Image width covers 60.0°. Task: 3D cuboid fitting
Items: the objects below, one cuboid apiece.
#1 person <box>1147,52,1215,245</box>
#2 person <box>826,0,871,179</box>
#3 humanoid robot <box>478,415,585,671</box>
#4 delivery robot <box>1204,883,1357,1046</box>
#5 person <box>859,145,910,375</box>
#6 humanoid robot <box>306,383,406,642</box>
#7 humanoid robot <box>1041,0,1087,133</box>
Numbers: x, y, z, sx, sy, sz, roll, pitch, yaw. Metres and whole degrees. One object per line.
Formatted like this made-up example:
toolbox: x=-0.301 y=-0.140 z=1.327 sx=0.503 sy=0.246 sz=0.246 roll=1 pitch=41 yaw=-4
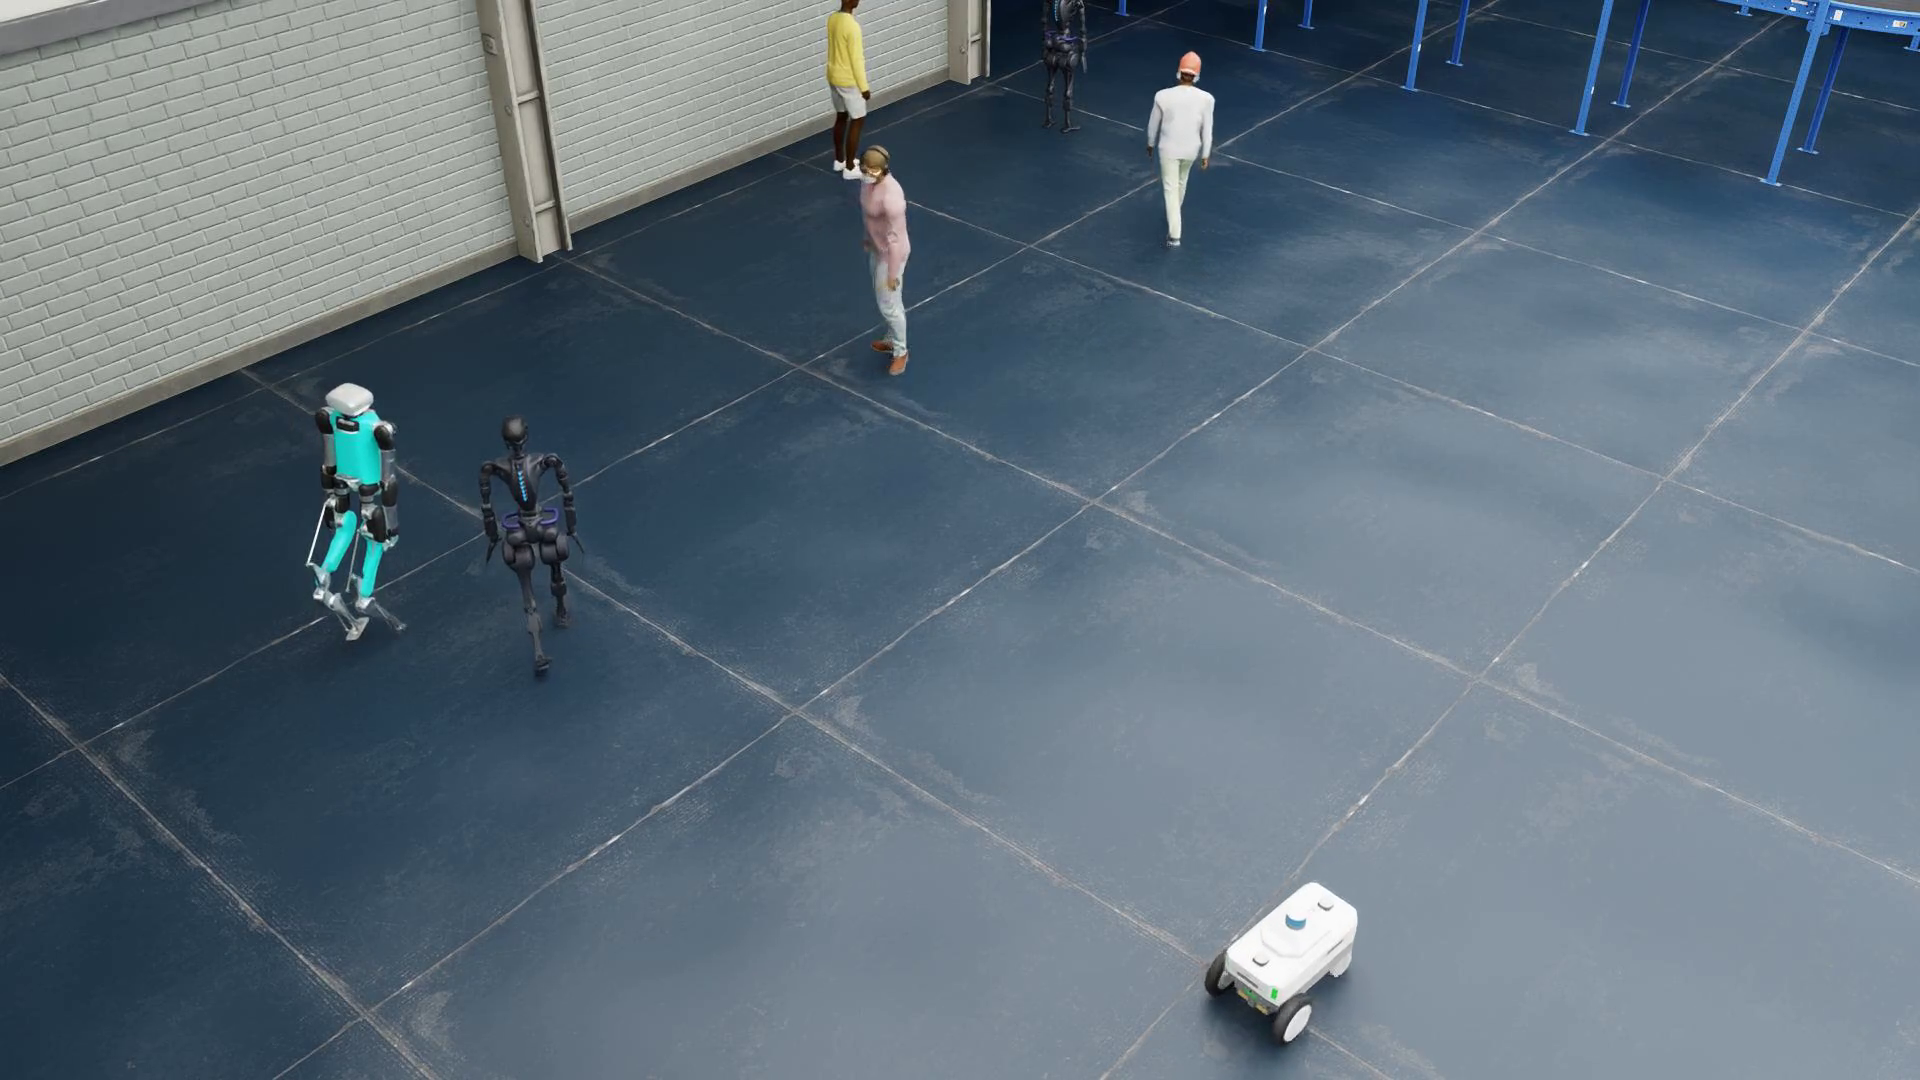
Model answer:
person: x=2.003 y=-3.584 z=15.186 sx=0.553 sy=1.711 sz=0.851 roll=-4 pitch=36 yaw=-6
person: x=-1.121 y=-4.502 z=16.312 sx=0.375 sy=1.890 sz=0.560 roll=-17 pitch=39 yaw=-23
humanoid robot: x=-2.628 y=0.005 z=10.217 sx=0.602 sy=1.642 sz=0.749 roll=-7 pitch=36 yaw=-10
delivery robot: x=1.633 y=2.048 z=8.250 sx=0.769 sy=0.577 sz=0.499 roll=-29 pitch=44 yaw=-34
person: x=-0.609 y=-2.251 z=13.137 sx=0.393 sy=1.920 sz=0.782 roll=-11 pitch=37 yaw=-15
humanoid robot: x=-3.748 y=-0.006 z=10.166 sx=0.560 sy=1.820 sz=0.807 roll=12 pitch=37 yaw=17
humanoid robot: x=1.061 y=-5.112 z=17.339 sx=0.599 sy=1.657 sz=0.315 roll=27 pitch=43 yaw=32
